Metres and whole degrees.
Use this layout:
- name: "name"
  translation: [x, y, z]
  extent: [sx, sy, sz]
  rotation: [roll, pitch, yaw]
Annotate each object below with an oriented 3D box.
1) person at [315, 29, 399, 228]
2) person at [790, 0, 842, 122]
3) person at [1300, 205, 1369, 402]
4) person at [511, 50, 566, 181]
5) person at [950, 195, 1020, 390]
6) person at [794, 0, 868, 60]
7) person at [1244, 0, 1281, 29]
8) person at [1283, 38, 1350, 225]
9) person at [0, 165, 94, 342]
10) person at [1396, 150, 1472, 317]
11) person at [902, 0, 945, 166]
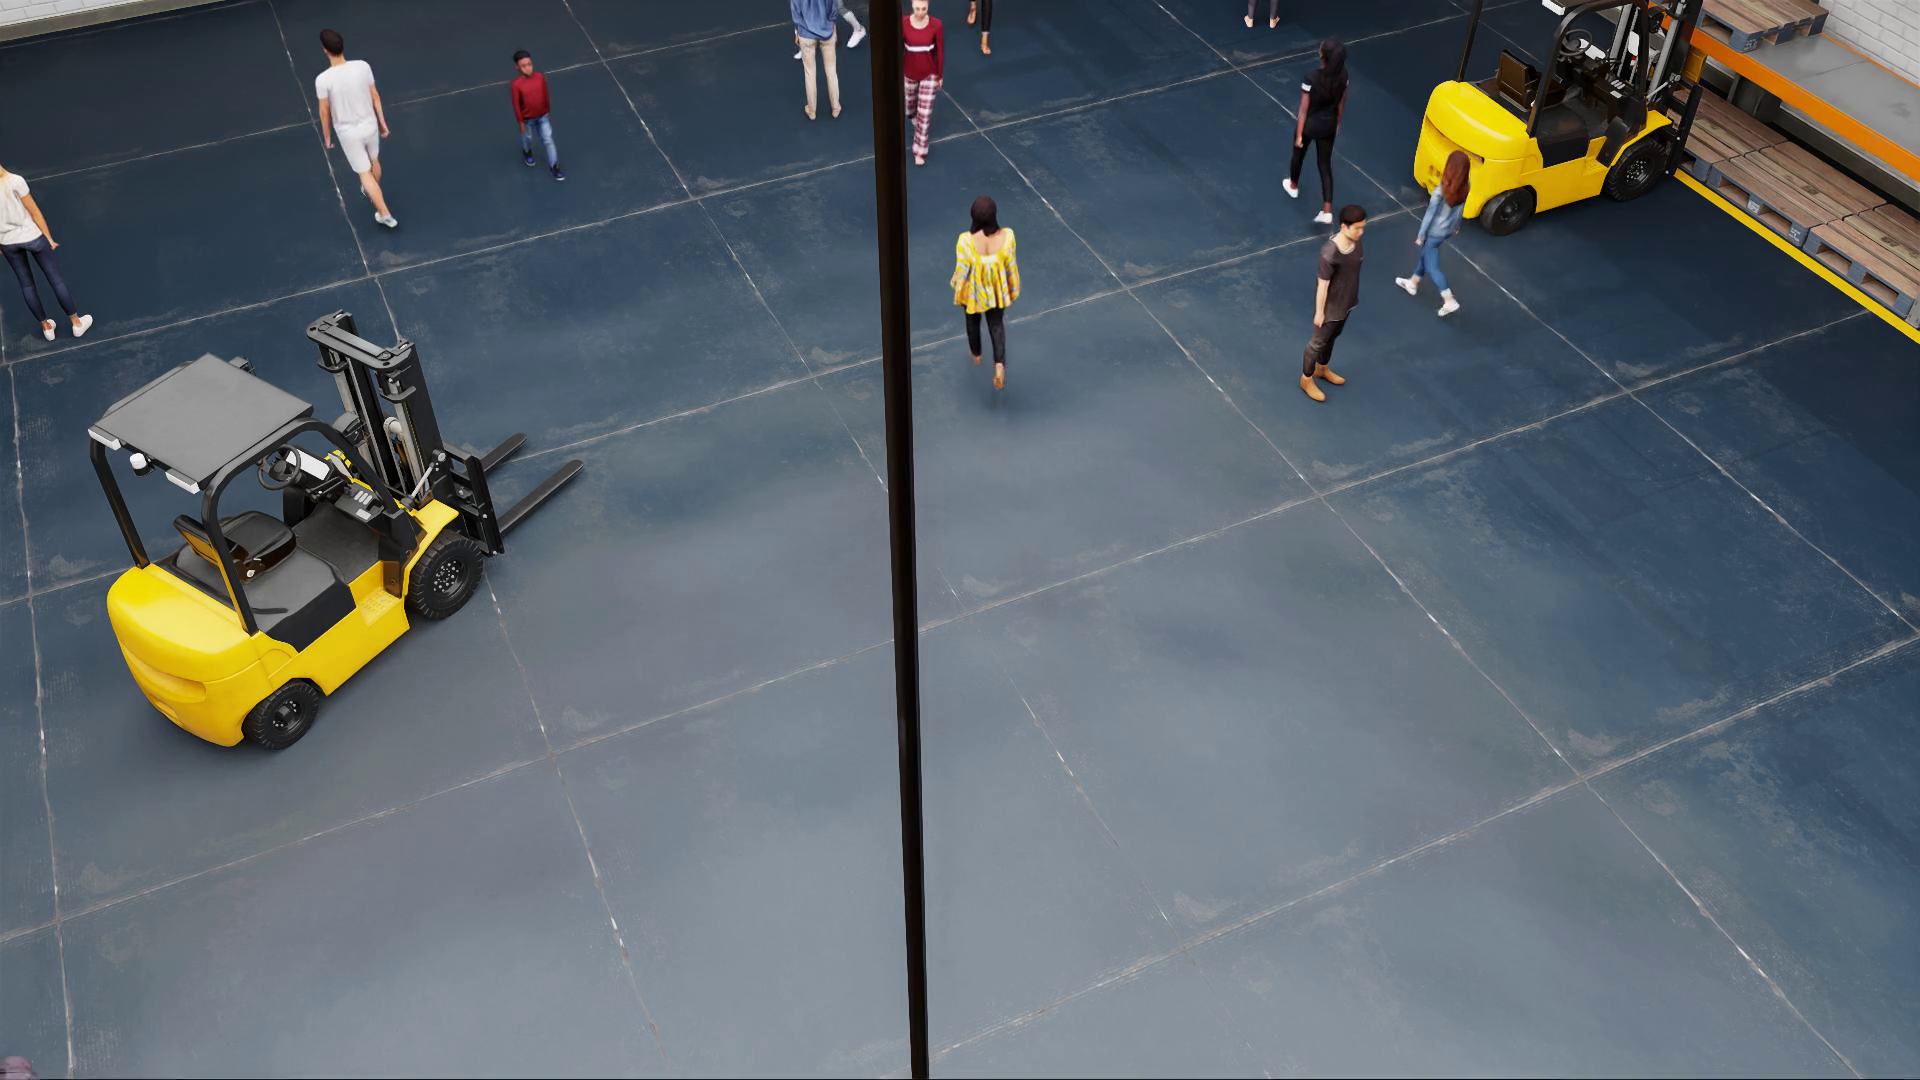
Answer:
- name: "person"
  translation: [-5.331, -3.615, 14.774]
  extent: [0.903, 1.826, 1.138]
  rotation: [-32, 52, -29]
- name: "person"
  translation: [-1.401, -4.929, 16.255]
  extent: [0.676, 1.697, 0.656]
  rotation: [-7, 44, -7]
- name: "person"
  translation: [2.936, -1.898, 13.054]
  extent: [0.670, 1.713, 0.696]
  rotation: [33, 52, 30]
- name: "person"
  translation: [-4.042, -4.037, 15.635]
  extent: [0.582, 1.250, 0.885]
  rotation: [-24, 49, -23]
- name: "person"
  translation: [0.209, -1.922, 13.138]
  extent: [0.828, 1.631, 1.026]
  rotation: [-8, 44, -8]
- name: "person"
  translation: [-1.312, -5.824, 17.204]
  extent: [0.863, 1.673, 1.077]
  rotation: [-33, 53, -30]
- name: "person"
  translation: [3.296, -6.321, 17.657]
  extent: [0.691, 1.768, 0.686]
  rotation: [3, 44, 4]
- name: "person"
  translation: [3.244, -3.635, 14.892]
  extent: [0.799, 1.691, 1.223]
  rotation: [-8, 44, -9]
- name: "person"
  translation: [-7.628, -2.429, 13.541]
  extent: [0.644, 1.809, 0.594]
  rotation: [-7, 44, -7]
- name: "person"
  translation: [4.054, -2.554, 13.930]
  extent: [0.698, 1.454, 0.991]
  rotation: [-27, 50, -25]
- name: "person"
  translation: [-0.382, -4.433, 15.737]
  extent: [0.842, 1.682, 1.022]
  rotation: [-1, 44, -1]
